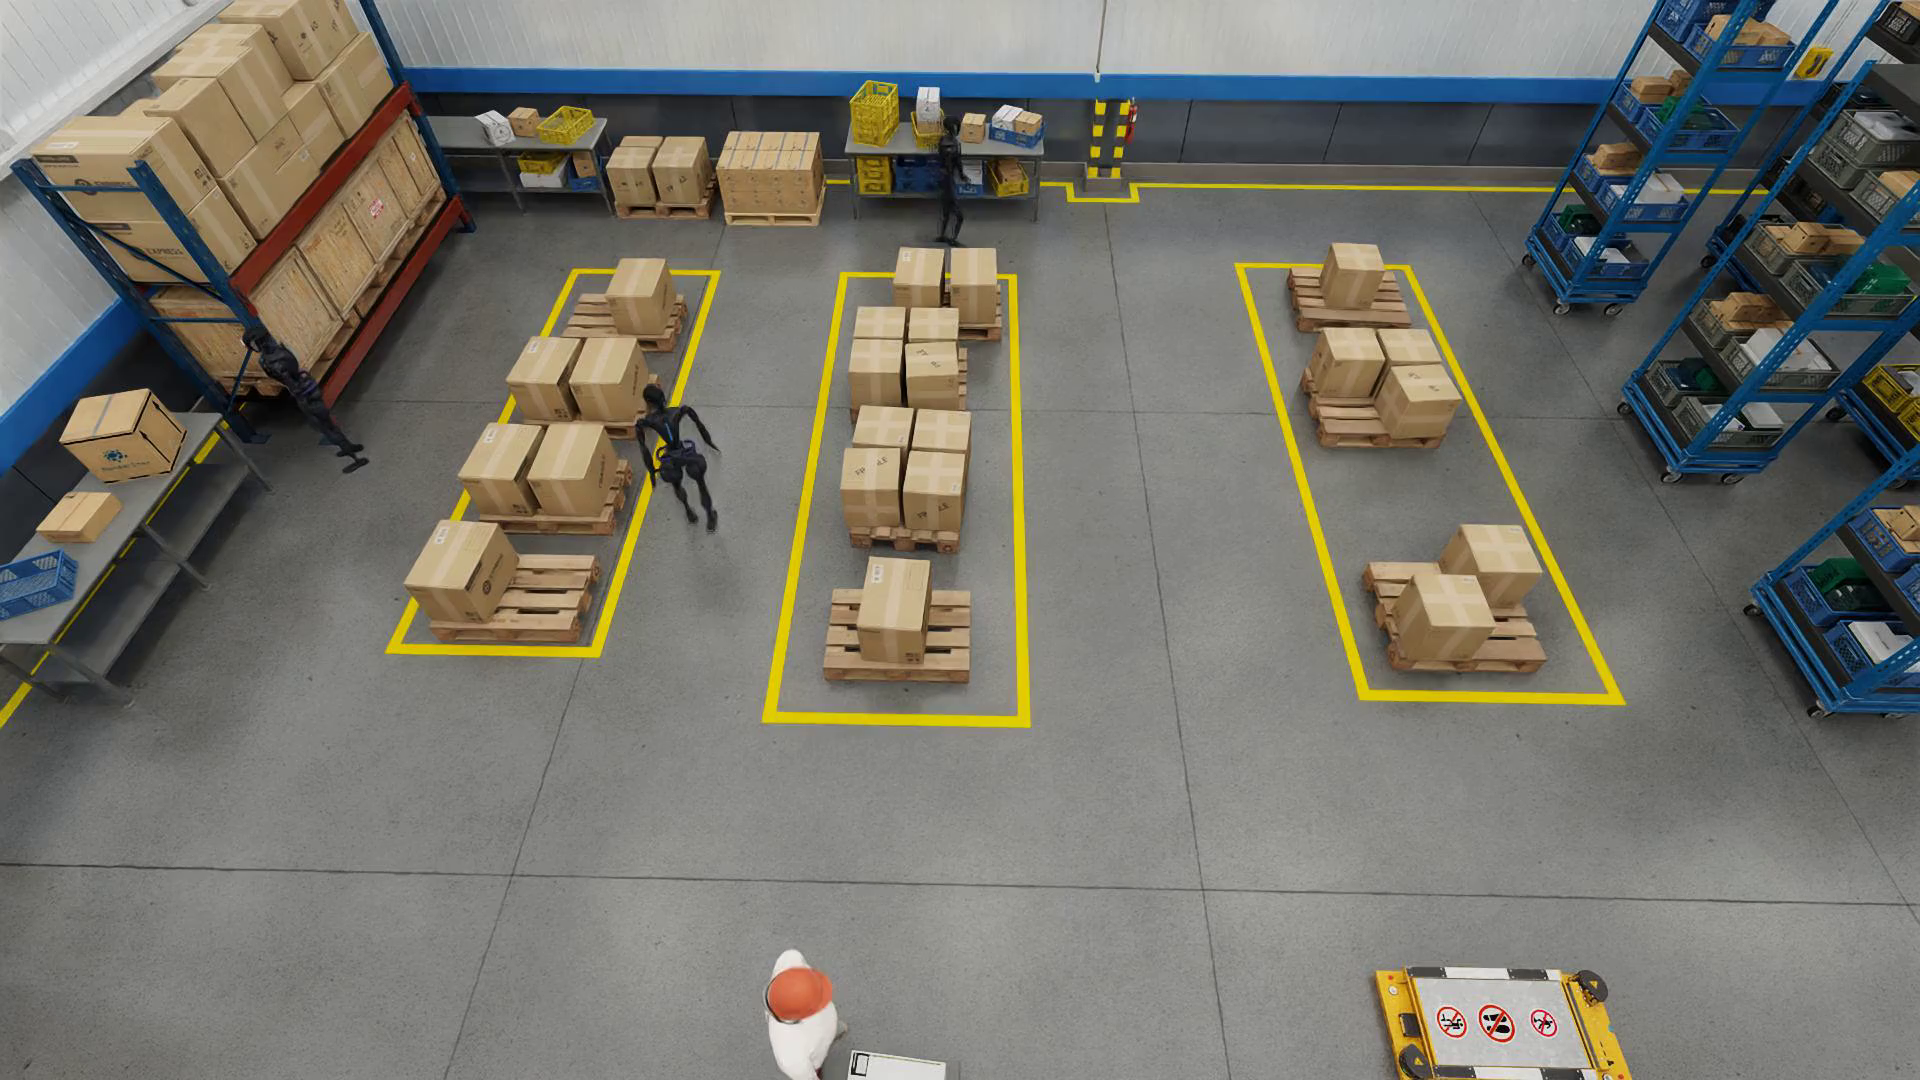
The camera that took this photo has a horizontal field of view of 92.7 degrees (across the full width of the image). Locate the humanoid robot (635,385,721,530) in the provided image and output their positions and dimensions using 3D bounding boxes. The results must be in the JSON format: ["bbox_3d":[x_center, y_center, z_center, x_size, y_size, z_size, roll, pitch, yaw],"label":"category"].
[{"bbox_3d":[-2.478,-0.742,8.178,0.666,1.643,0.432,-16,53,-13],"label":"humanoid robot"}]

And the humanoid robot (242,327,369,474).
[{"bbox_3d":[-6.188,-1.331,8.656,0.330,1.652,0.577,-32,58,-23],"label":"humanoid robot"}]

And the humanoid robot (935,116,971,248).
[{"bbox_3d":[-0.086,-4.330,11.113,0.521,1.642,0.577,0,51,0],"label":"humanoid robot"}]

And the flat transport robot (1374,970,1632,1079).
[{"bbox_3d":[3.501,3.133,5.914,1.431,0.197,0.652,1,51,1],"label":"flat transport robot"}]

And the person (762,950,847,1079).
[{"bbox_3d":[-0.825,2.760,5.129,0.400,1.988,0.611,-7,51,-6],"label":"person"}]
